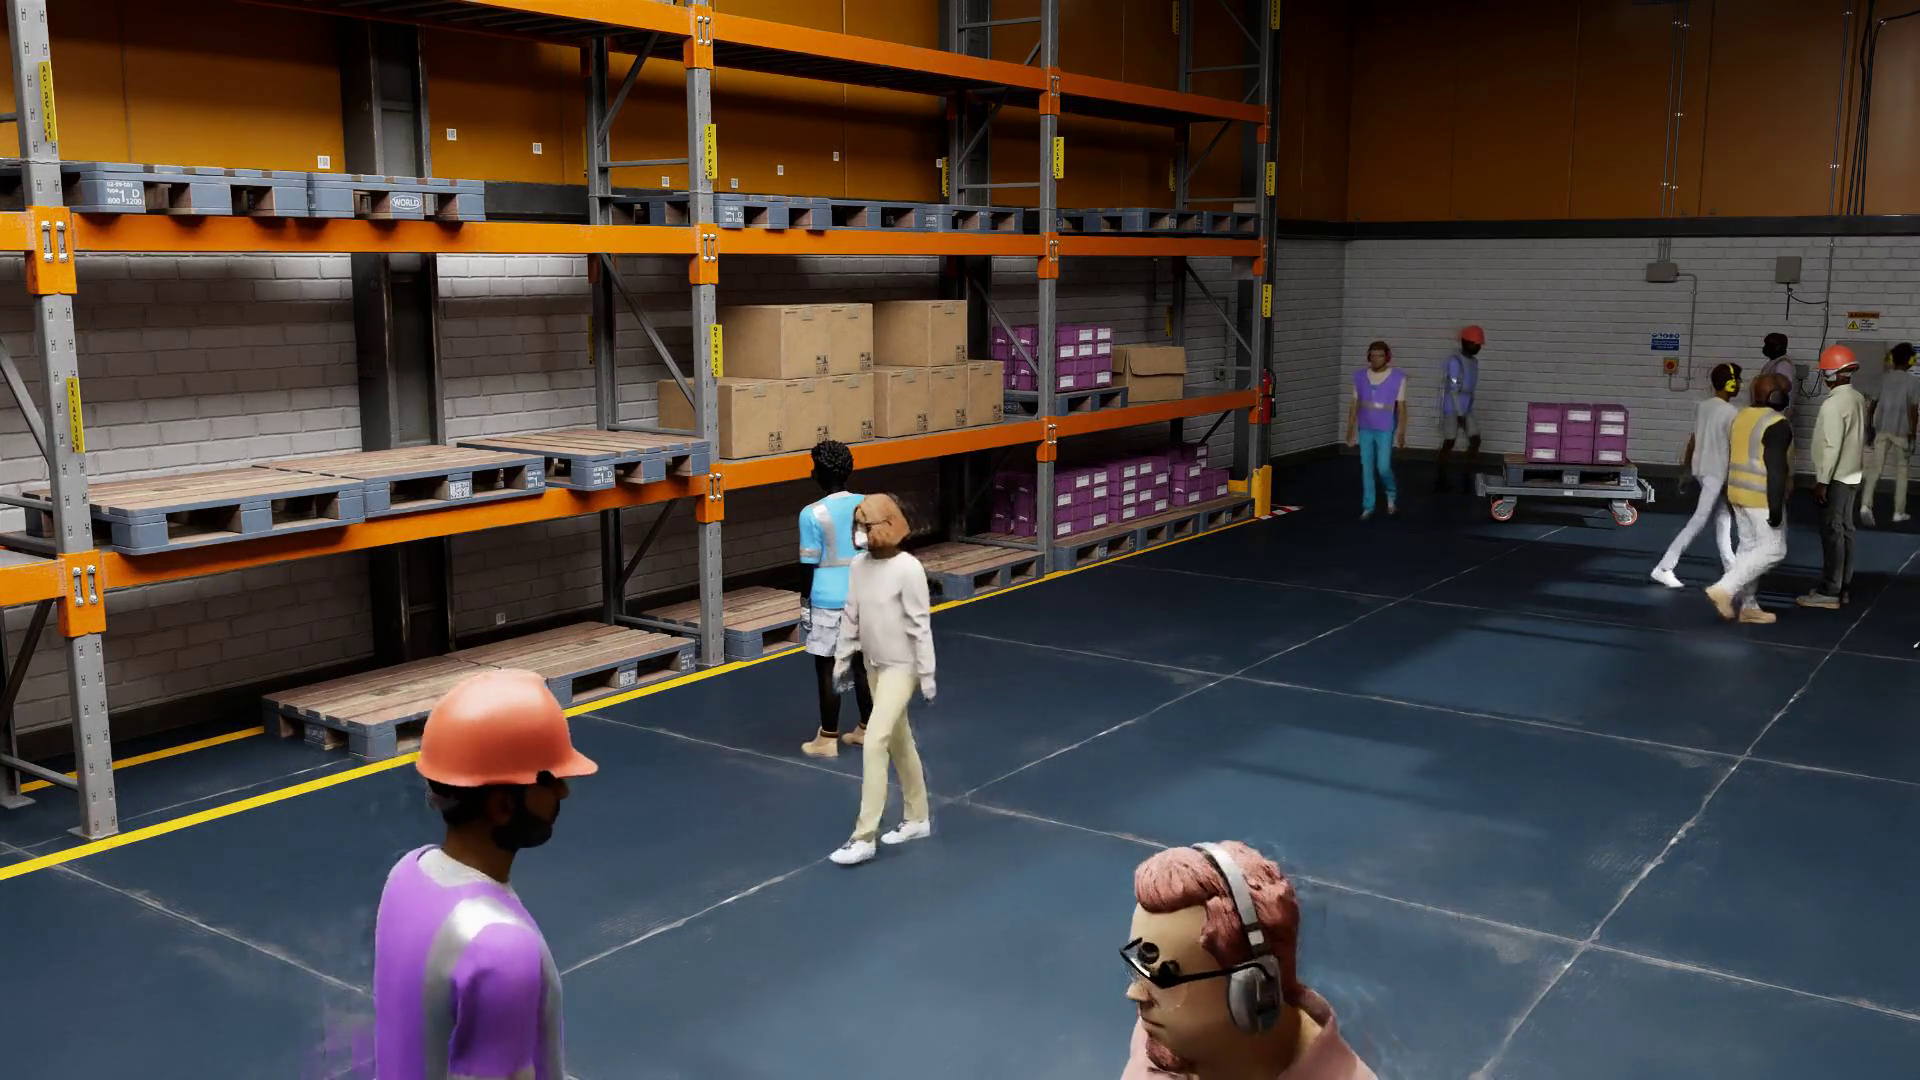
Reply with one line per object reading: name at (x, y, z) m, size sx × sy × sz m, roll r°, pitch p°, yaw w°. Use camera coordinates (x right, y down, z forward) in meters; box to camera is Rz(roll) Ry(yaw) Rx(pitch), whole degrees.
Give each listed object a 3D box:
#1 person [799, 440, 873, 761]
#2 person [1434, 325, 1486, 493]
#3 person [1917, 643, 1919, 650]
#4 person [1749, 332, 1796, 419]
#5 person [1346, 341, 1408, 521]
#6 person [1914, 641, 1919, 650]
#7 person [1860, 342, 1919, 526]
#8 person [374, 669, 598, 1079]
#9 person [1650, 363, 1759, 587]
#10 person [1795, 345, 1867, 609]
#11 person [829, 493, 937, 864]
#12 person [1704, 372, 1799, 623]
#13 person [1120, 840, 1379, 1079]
person at (-0.639, 0.319, 8.783) m, size 0.534 × 1.694 × 0.321 m, roll -9°, pitch 13°, yaw -44°
person at (5.699, -1.459, 18.748) m, size 0.554 × 1.903 × 0.734 m, roll -7°, pitch 12°, yaw -37°
person at (6.715, -0.179, 11.020) m, size 0.375 × 1.934 × 0.548 m, roll -9°, pitch 13°, yaw -43°
person at (8.935, -1.362, 18.339) m, size 0.429 × 1.842 × 0.634 m, roll 3°, pitch 10°, yaw 15°
person at (4.218, -1.101, 16.834) m, size 0.582 × 1.830 × 0.447 m, roll 7°, pitch 12°, yaw 36°
person at (6.706, -0.046, 11.099) m, size 0.513 × 1.642 × 0.311 m, roll 9°, pitch 13°, yaw 43°
person at (9.265, -1.060, 16.581) m, size 0.924 × 1.835 × 0.531 m, roll -8°, pitch 13°, yaw -40°
person at (-0.825, 1.175, 2.991) m, size 0.413 × 1.920 × 0.553 m, roll -8°, pitch 12°, yaw -38°
person at (6.041, -0.512, 13.394) m, size 0.979 × 1.816 × 0.536 m, roll -1°, pitch 10°, yaw -9°
person at (6.628, -0.477, 12.625) m, size 0.612 × 1.991 × 0.392 m, roll -9°, pitch 13°, yaw -43°
person at (-0.402, 0.604, 7.311) m, size 0.729 × 1.602 × 0.535 m, roll -7°, pitch 12°, yaw -35°
person at (5.689, -0.284, 11.935) m, size 0.544 × 1.834 × 0.657 m, roll 0°, pitch 10°, yaw -1°
person at (0.499, 1.304, 2.375) m, size 0.703 × 1.877 × 0.690 m, roll -3°, pitch 10°, yaw -20°
